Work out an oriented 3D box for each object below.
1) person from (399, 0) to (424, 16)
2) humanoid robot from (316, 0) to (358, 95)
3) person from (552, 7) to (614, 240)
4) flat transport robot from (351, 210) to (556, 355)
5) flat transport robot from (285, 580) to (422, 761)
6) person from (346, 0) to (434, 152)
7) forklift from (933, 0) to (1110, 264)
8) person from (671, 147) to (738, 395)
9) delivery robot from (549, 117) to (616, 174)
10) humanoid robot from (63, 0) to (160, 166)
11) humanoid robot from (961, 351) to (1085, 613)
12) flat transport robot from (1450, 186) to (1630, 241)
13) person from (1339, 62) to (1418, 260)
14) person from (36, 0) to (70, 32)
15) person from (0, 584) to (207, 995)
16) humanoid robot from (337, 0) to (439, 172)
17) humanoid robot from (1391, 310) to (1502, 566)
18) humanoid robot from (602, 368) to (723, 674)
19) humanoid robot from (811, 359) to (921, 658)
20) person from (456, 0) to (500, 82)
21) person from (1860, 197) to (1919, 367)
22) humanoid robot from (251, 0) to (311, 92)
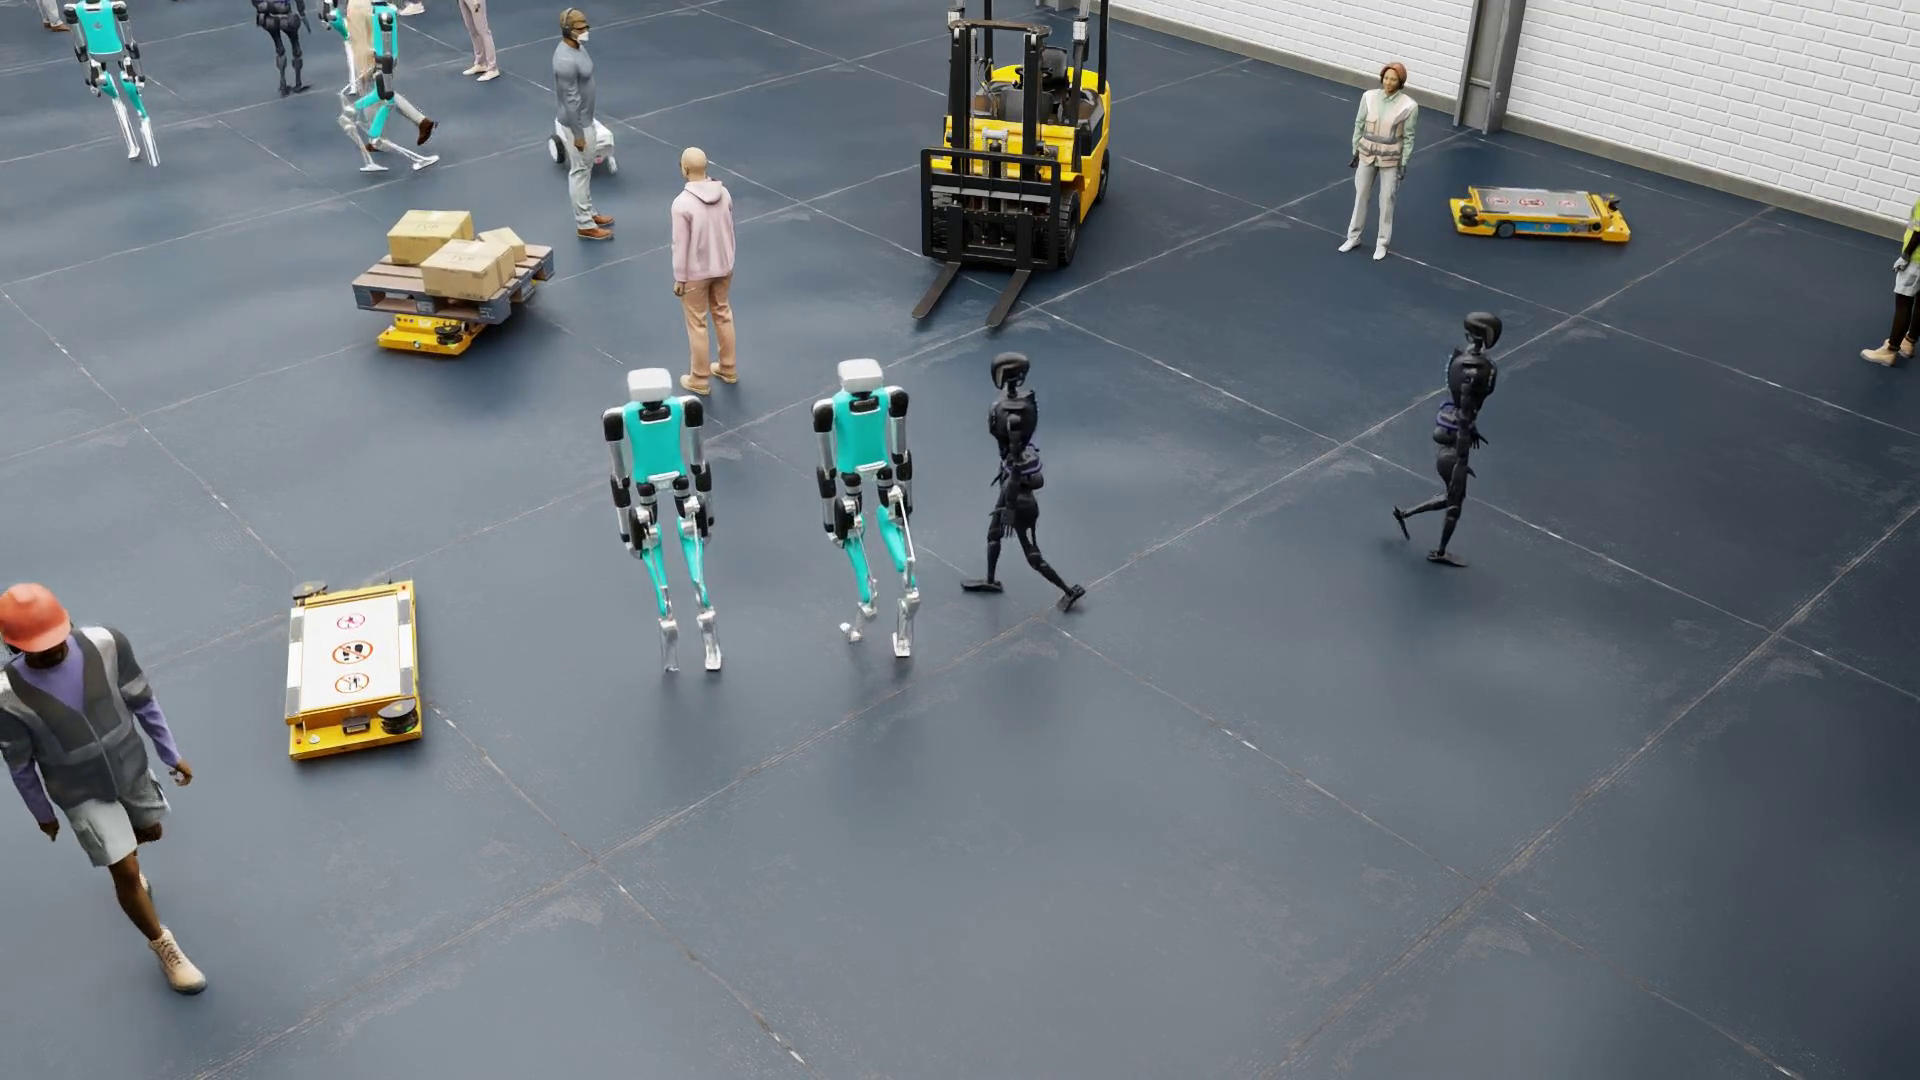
[{"bbox_3d":[-6.676,-7.239,19.876,0.405,1.830,0.861,1,33,2],"label":"person"},{"bbox_3d":[-6.340,-5.482,17.293,0.543,1.836,0.654,1,33,1],"label":"humanoid robot"},{"bbox_3d":[-3.200,-3.514,14.047,0.373,1.936,0.627,-3,33,-4],"label":"person"},{"bbox_3d":[-3.915,-1.863,13.037,0.659,0.231,1.431,7,34,11],"label":"flat transport robot"},{"bbox_3d":[-3.334,0.659,9.161,0.659,0.231,1.431,-9,34,-14],"label":"flat transport robot"},{"bbox_3d":[-5.515,-4.574,15.760,0.695,1.850,0.570,4,33,7],"label":"person"},{"bbox_3d":[0.570,-3.725,14.138,1.214,2.155,2.313,9,34,13],"label":"forklift"},{"bbox_3d":[-1.775,-1.879,11.682,0.405,1.775,0.539,25,41,33],"label":"person"},{"bbox_3d":[-3.556,-3.785,15.734,0.499,0.601,0.783,-19,37,-26],"label":"delivery robot"},{"bbox_3d":[-7.866,-4.341,15.556,0.539,1.850,0.761,-9,34,-13],"label":"humanoid robot"},{"bbox_3d":[0.372,-0.325,9.438,0.706,1.656,0.588,-2,33,-3],"label":"humanoid robot"},{"bbox_3d":[5.064,-2.851,14.555,1.431,0.231,0.659,4,33,6],"label":"flat transport robot"},{"bbox_3d":[3.468,-3.135,13.729,0.510,1.644,0.306,20,38,28],"label":"person"},{"bbox_3d":[-10.708,-6.743,19.269,0.334,1.647,0.457,-27,41,-35],"label":"person"},{"bbox_3d":[-3.689,0.976,7.084,0.923,2.011,0.624,24,40,32],"label":"person"},{"bbox_3d":[-5.392,-4.158,15.217,0.950,1.735,0.542,-12,35,-17],"label":"humanoid robot"},{"bbox_3d":[2.873,-0.603,9.810,0.505,1.639,0.590,10,34,16],"label":"humanoid robot"},{"bbox_3d":[-1.516,0.007,8.824,0.533,1.797,0.696,-12,35,-18],"label":"humanoid robot"},{"bbox_3d":[-0.418,-0.033,8.889,0.532,1.781,0.805,-13,35,-20],"label":"humanoid robot"},{"bbox_3d":[-5.250,-5.798,17.720,0.330,1.761,0.519,-27,42,-35],"label":"person"},{"bbox_3d":[6.986,-2.076,12.051,0.536,1.699,0.318,-19,37,-26],"label":"person"},{"bbox_3d":[-7.094,-5.496,17.325,0.598,1.652,0.319,5,33,8],"label":"humanoid robot"}]
